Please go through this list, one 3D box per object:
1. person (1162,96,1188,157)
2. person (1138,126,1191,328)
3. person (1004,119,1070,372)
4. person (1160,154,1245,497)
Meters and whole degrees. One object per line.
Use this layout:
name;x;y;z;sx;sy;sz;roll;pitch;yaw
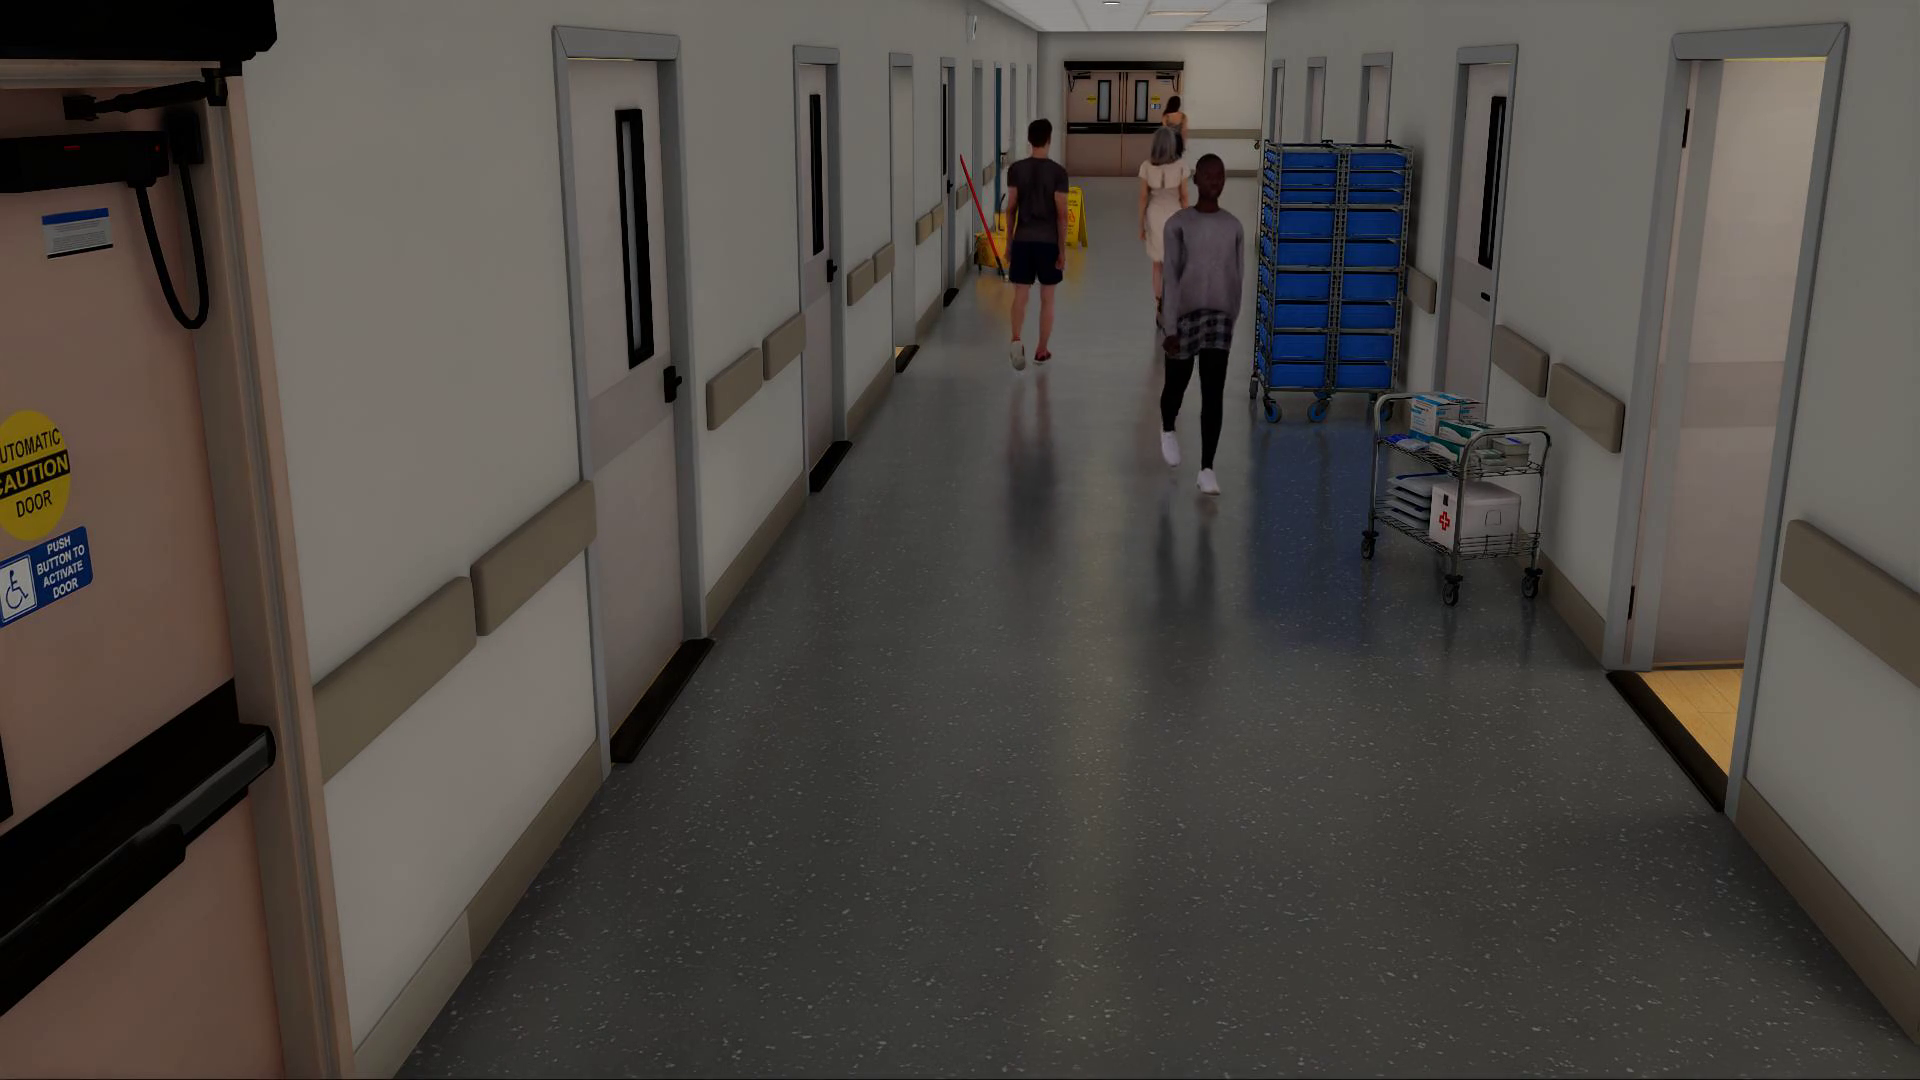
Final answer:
person;3.787;-6.908;29.357;0.805;1.726;1.233;-2;16;-8
person;1.763;-2.683;14.379;0.665;1.721;0.870;4;16;12
person;0.530;-2.148;12.279;0.767;1.830;1.151;4;16;14
person;1.241;-1.153;8.907;0.752;1.744;1.194;-1;16;-5
